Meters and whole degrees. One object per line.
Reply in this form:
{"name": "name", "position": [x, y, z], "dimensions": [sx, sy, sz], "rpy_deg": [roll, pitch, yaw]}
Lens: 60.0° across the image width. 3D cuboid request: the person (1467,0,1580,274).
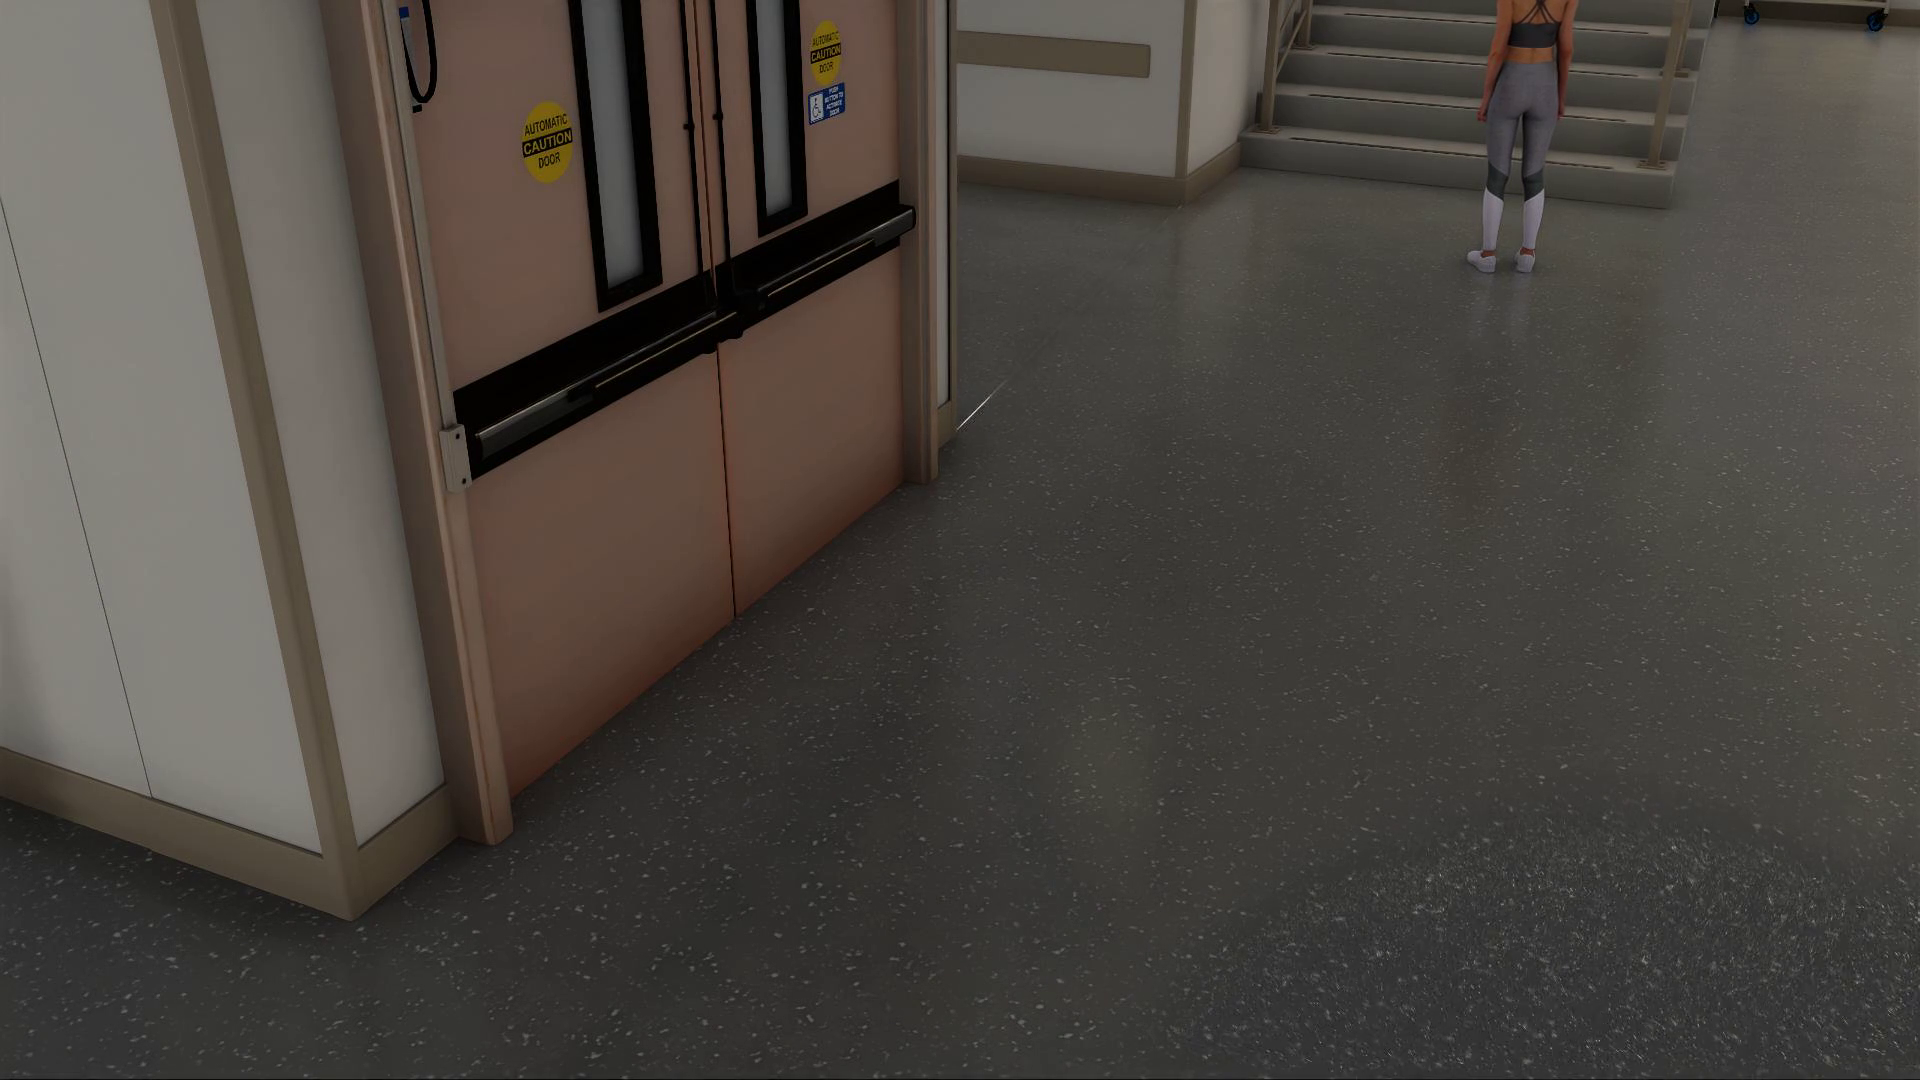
{"name": "person", "position": [2.806, -2.188, 8.281], "dimensions": [0.647, 1.703, 0.643], "rpy_deg": [1, 26, 3]}
